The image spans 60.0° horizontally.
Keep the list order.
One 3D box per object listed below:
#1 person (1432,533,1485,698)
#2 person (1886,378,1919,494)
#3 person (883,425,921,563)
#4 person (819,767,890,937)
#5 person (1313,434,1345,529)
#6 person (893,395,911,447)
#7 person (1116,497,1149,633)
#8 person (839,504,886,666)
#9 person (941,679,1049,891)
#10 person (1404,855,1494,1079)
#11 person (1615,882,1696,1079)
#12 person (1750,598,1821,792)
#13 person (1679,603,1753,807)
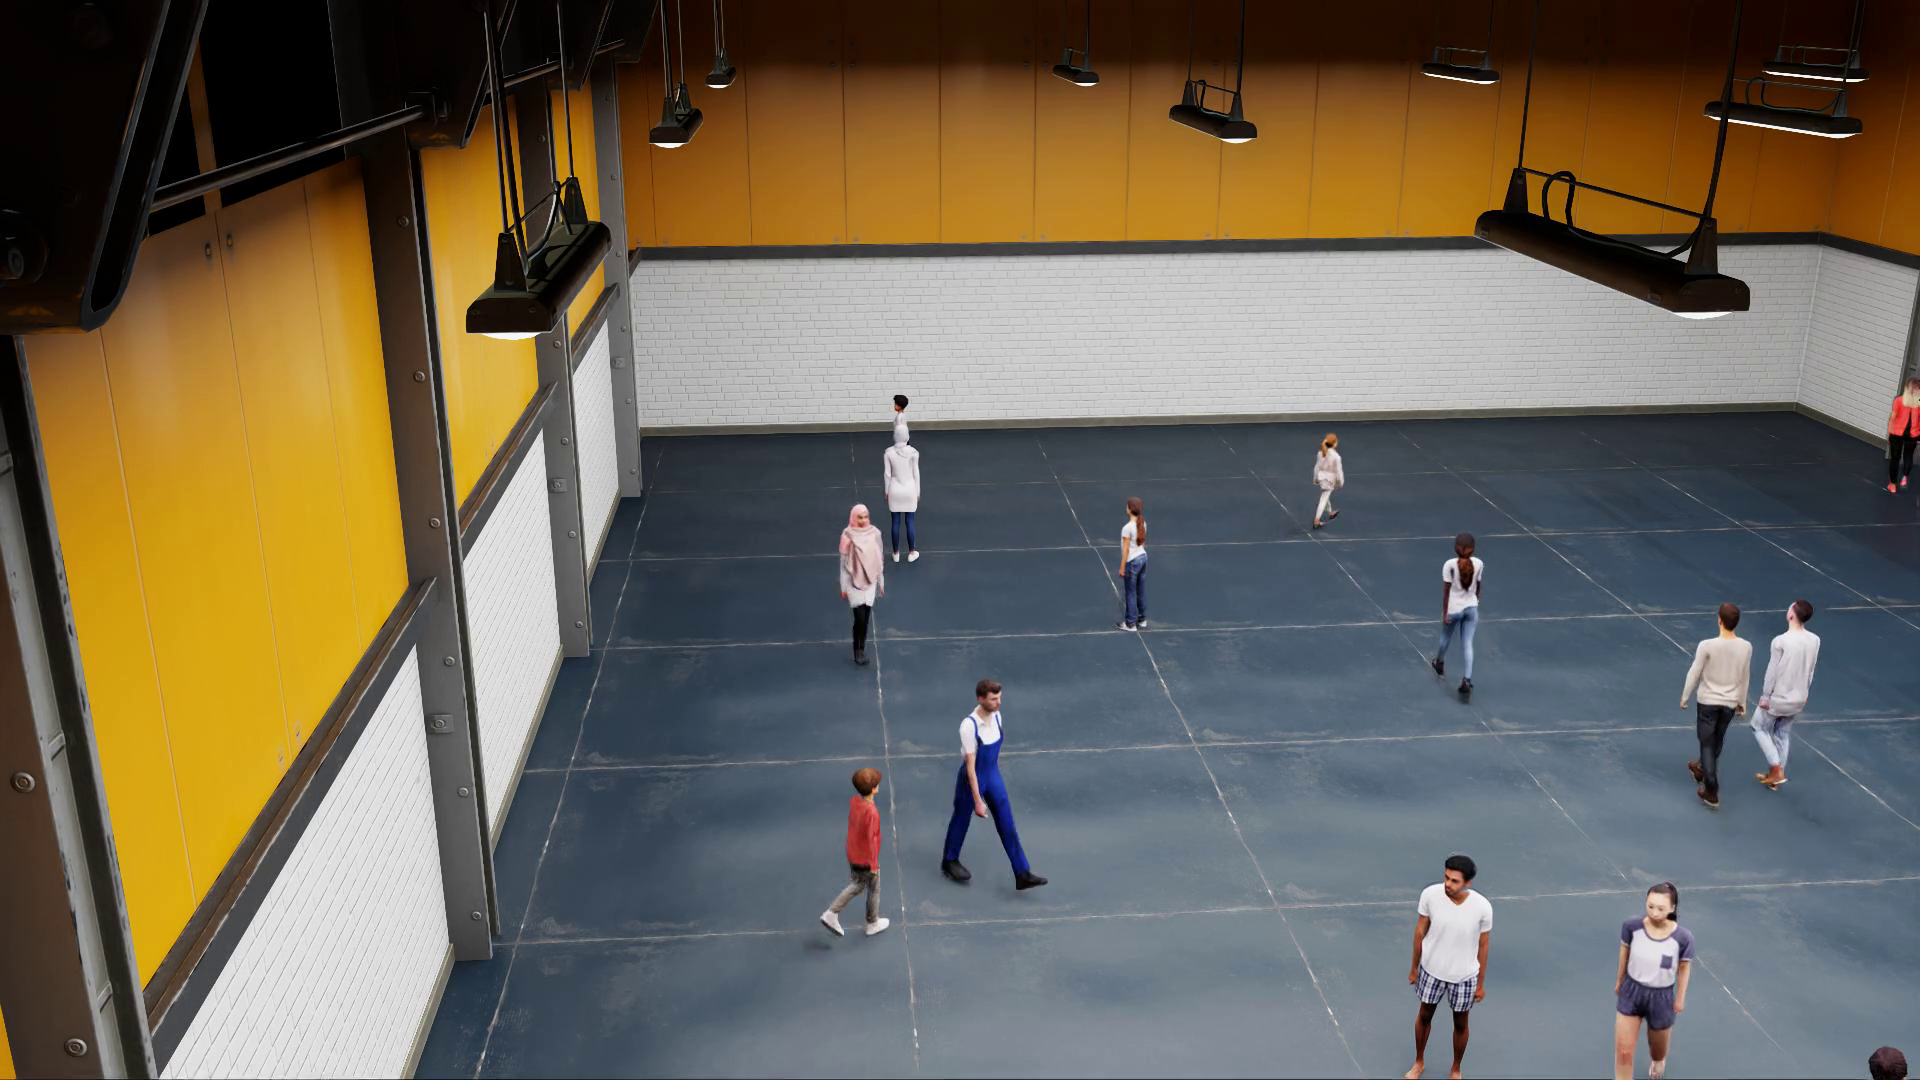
[{"bbox_3d":[5.187,0.793,17.128,0.623,1.677,1.141,0,19,-1],"label":"person"},{"bbox_3d":[13.572,-1.477,23.850,0.702,1.689,0.735,5,19,16],"label":"person"},{"bbox_3d":[-0.731,-0.592,21.084,0.646,1.777,0.579,2,19,4],"label":"person"},{"bbox_3d":[-0.803,2.426,12.723,0.828,1.394,0.829,-11,22,-30],"label":"person"},{"bbox_3d":[4.901,-0.777,22.412,0.900,1.280,0.898,-16,24,-39],"label":"person"},{"bbox_3d":[-0.860,-1.544,24.725,0.604,1.257,0.513,5,19,15],"label":"person"},{"bbox_3d":[1.983,0.255,18.906,0.633,1.562,0.677,-16,24,-40],"label":"person"},{"bbox_3d":[-1.107,0.462,17.922,0.761,1.797,0.779,-10,21,-28],"label":"person"},{"bbox_3d":[0.079,1.966,13.457,1.278,1.797,1.177,17,25,41],"label":"person"},{"bbox_3d":[3.237,2.835,10.981,0.711,1.731,0.699,8,20,23],"label":"person"},{"bbox_3d":[4.481,2.953,10.796,0.934,1.625,1.048,12,22,31],"label":"person"},{"bbox_3d":[7.486,1.437,14.983,0.756,1.825,0.728,-5,19,-15],"label":"person"},{"bbox_3d":[6.756,1.489,14.809,0.739,1.836,1.039,0,19,1],"label":"person"}]
